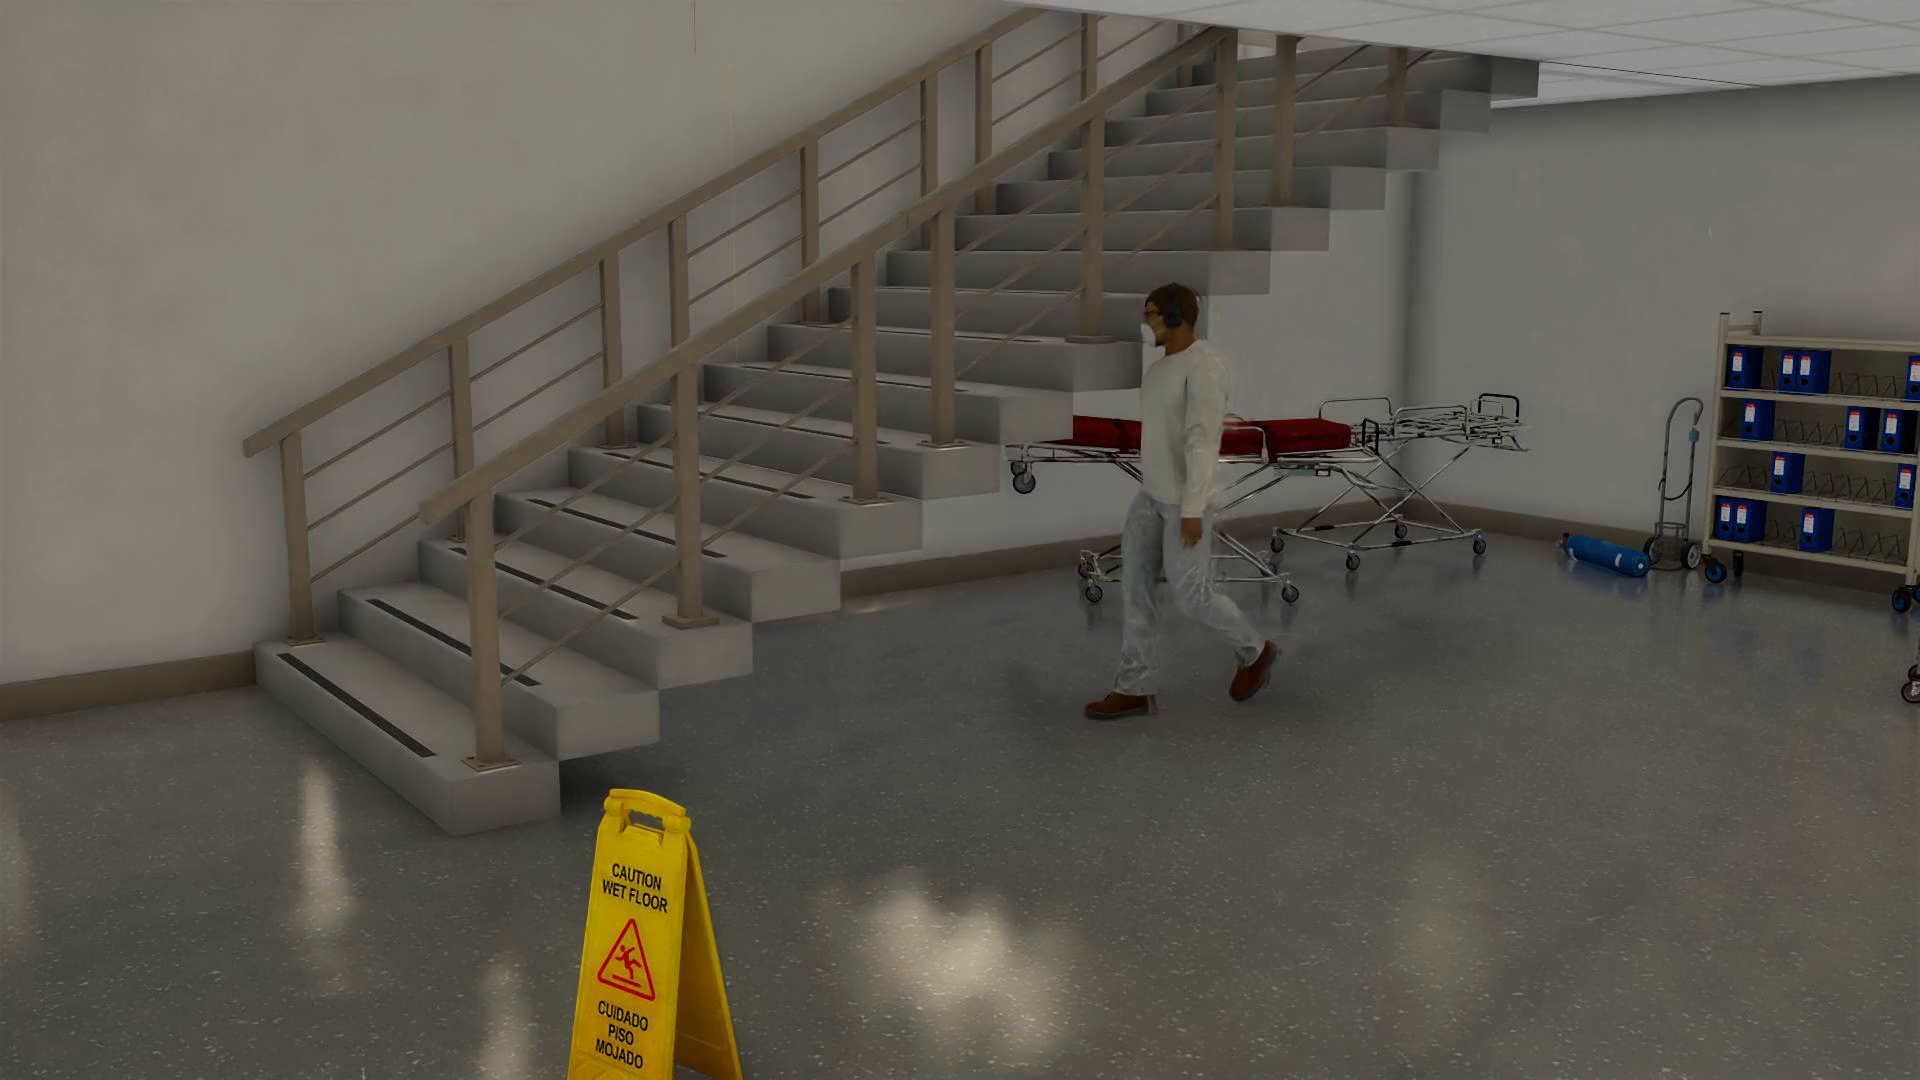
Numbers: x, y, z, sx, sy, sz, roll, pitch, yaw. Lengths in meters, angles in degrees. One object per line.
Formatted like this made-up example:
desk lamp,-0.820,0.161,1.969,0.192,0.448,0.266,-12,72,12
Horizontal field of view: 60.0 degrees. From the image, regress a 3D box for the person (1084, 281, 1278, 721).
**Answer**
person,0.968,-0.167,7.225,0.862,1.896,0.644,-4,11,-23
